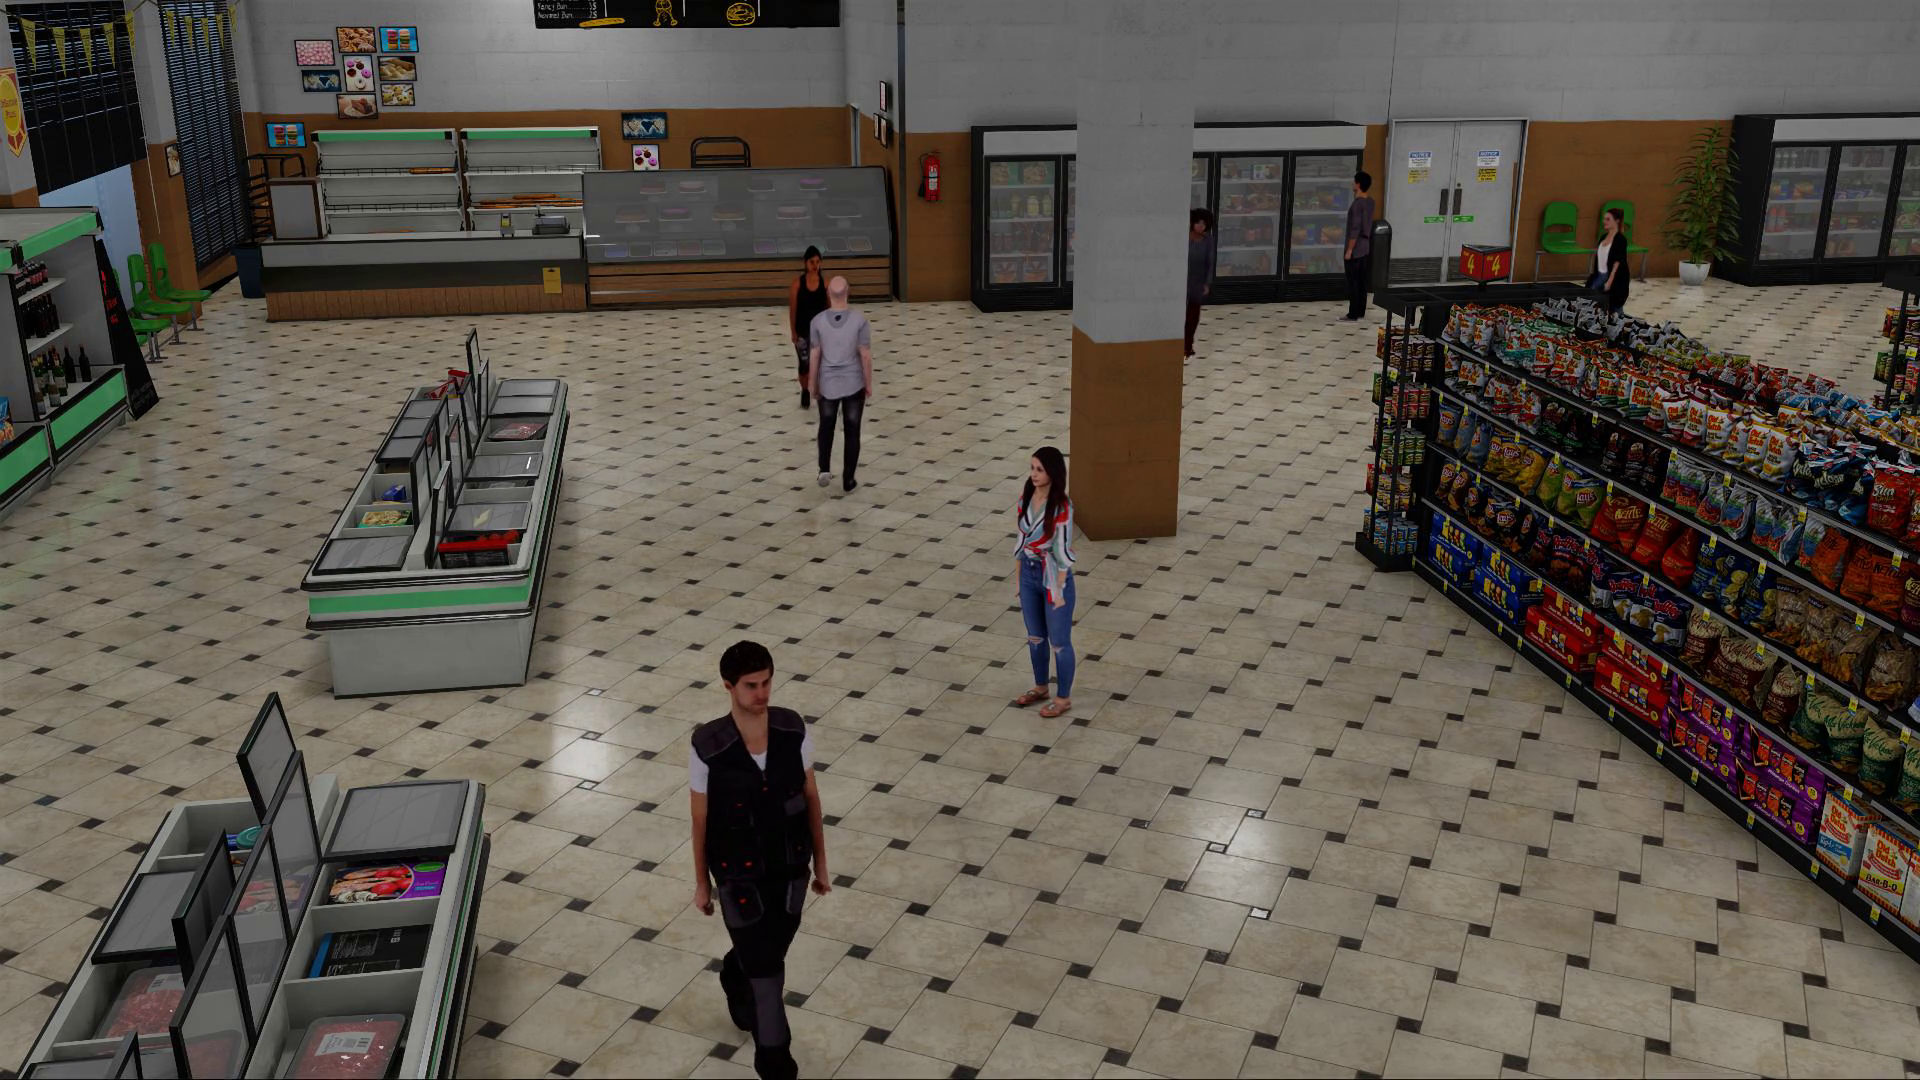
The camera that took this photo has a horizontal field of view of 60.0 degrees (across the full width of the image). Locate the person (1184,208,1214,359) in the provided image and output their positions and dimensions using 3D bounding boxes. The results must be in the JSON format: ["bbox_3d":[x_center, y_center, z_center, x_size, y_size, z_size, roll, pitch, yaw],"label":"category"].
[{"bbox_3d":[2.626,-2.915,18.917,0.811,1.671,1.081,5,19,14],"label":"person"}]

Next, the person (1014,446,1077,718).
[{"bbox_3d":[0.515,0.234,9.672,0.629,1.612,0.722,18,25,42],"label":"person"}]

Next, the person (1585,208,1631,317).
[{"bbox_3d":[7.501,-2.922,18.983,0.785,1.643,1.039,-6,20,-18],"label":"person"}]

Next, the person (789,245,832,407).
[{"bbox_3d":[-1.502,-2.075,16.502,0.641,1.623,1.090,-4,19,-13],"label":"person"}]

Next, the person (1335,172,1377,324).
[{"bbox_3d":[5.003,-3.682,20.906,0.786,1.854,0.733,13,23,34],"label":"person"}]

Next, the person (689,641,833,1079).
[{"bbox_3d":[-0.801,1.234,6.390,0.945,1.812,1.247,-11,22,-30],"label":"person"}]

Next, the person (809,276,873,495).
[{"bbox_3d":[-0.988,-1.246,13.725,0.775,1.825,0.829,2,19,6],"label":"person"}]
